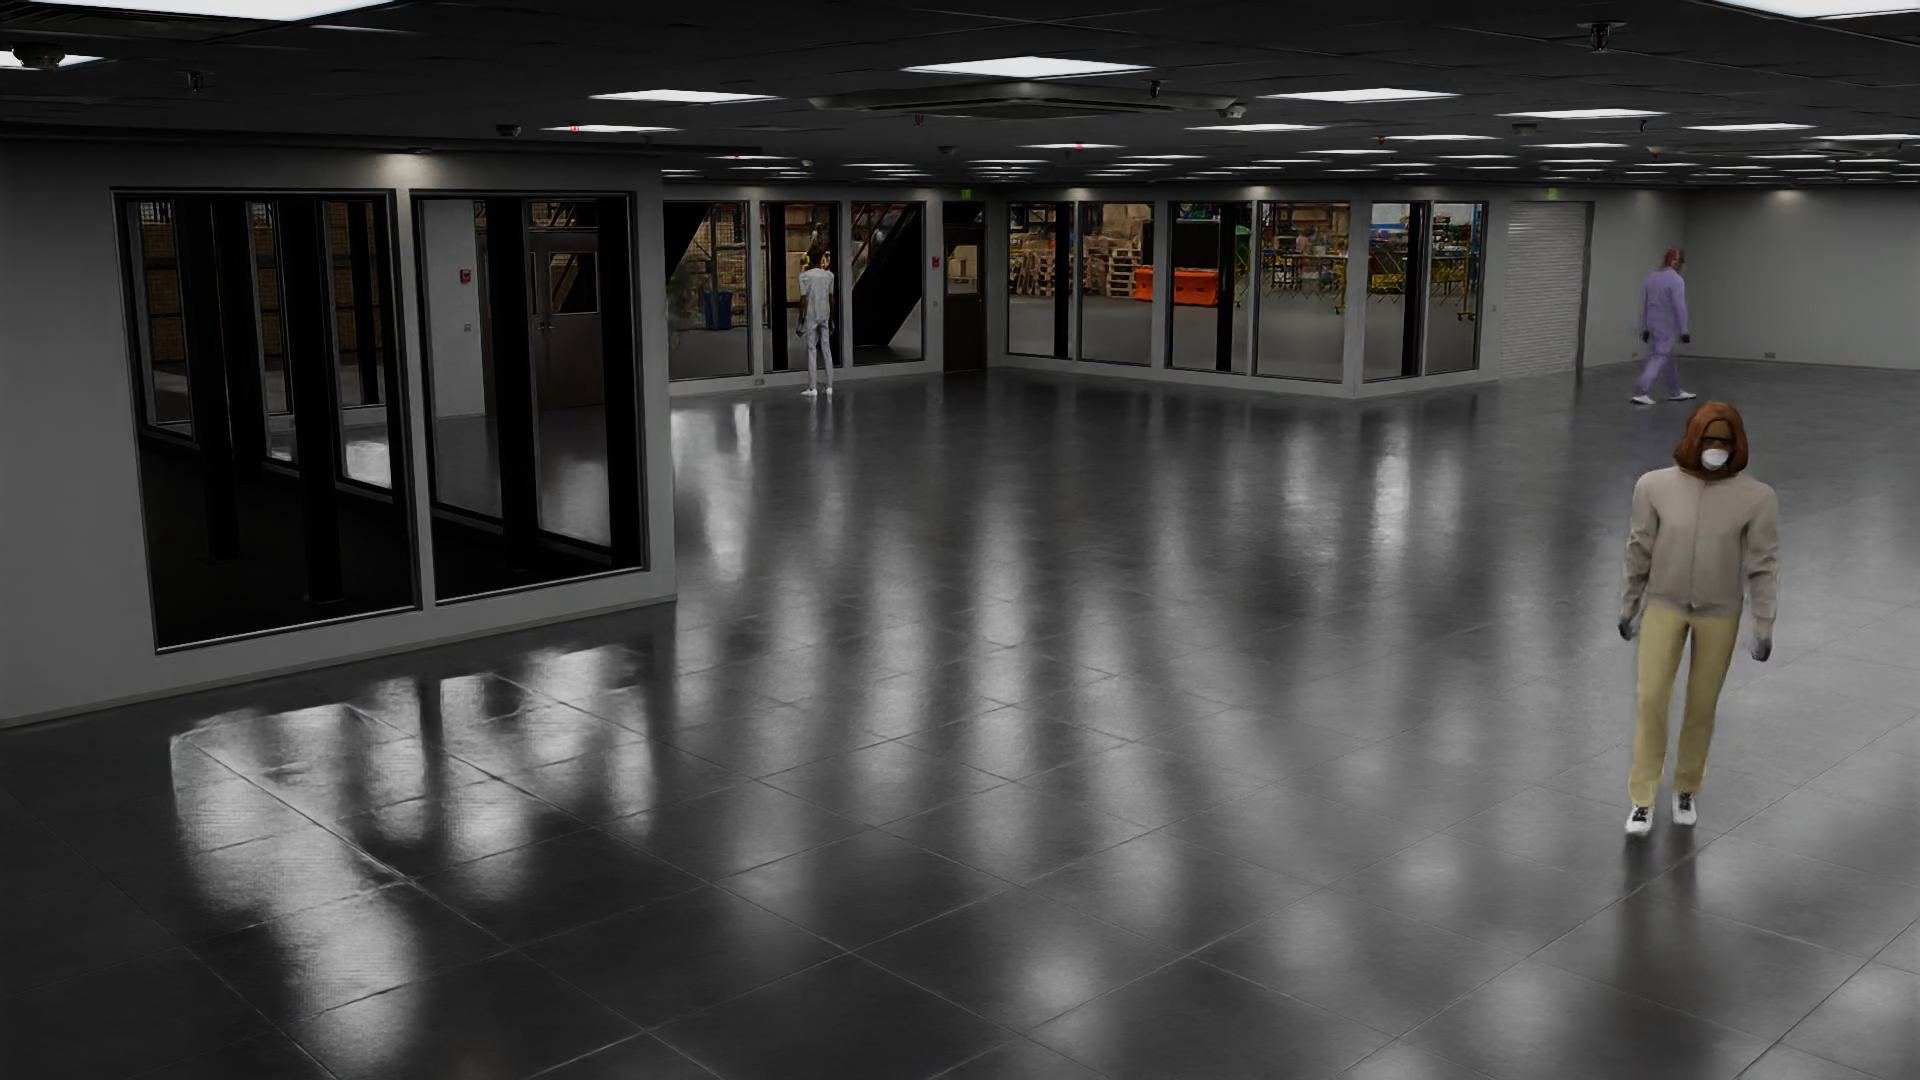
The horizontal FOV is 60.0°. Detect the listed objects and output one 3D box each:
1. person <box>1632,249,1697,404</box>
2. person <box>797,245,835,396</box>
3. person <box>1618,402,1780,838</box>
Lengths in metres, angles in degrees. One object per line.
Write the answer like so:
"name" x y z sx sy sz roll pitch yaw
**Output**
"person" 8.473 -2.547 19.893 0.981 1.843 0.663 -1 11 -7
"person" -1.792 -2.716 20.671 0.515 1.872 0.325 -7 13 -31
"person" 2.706 0.311 6.111 0.528 1.612 0.629 5 12 22
